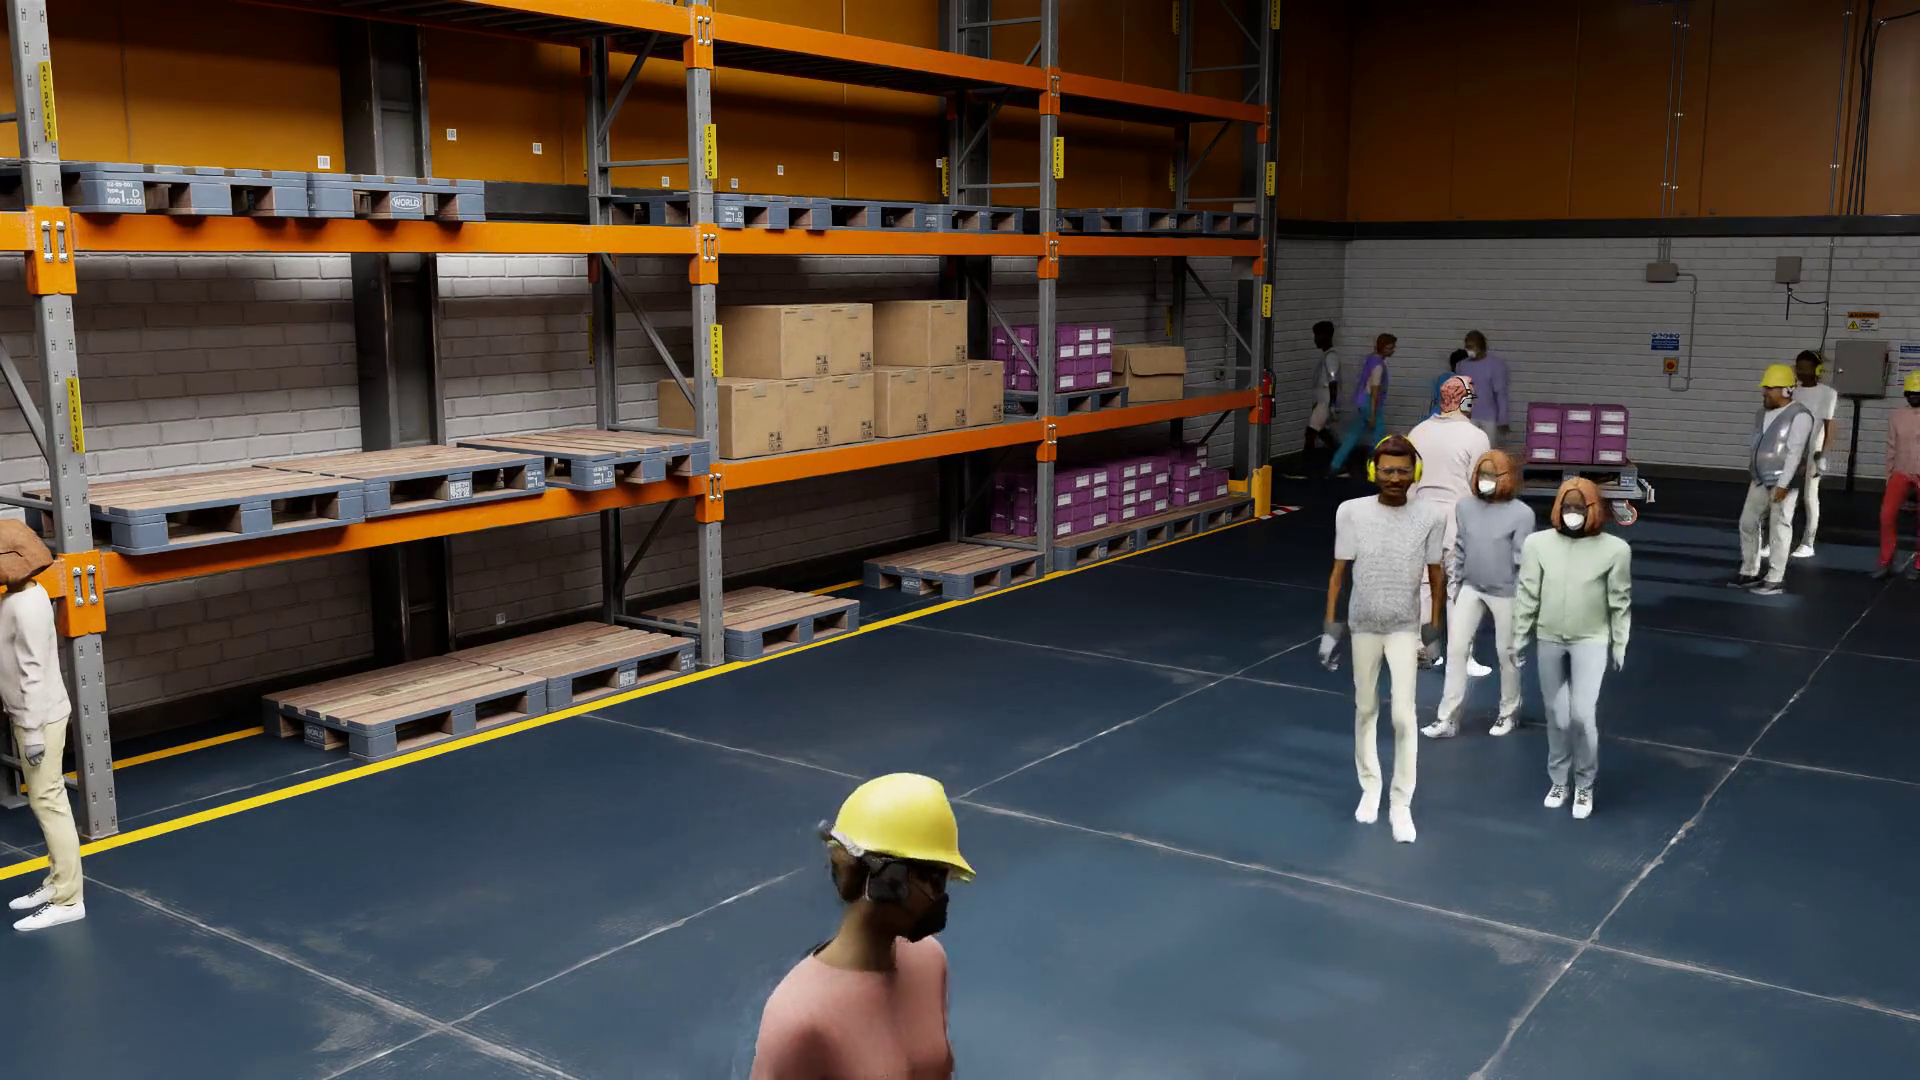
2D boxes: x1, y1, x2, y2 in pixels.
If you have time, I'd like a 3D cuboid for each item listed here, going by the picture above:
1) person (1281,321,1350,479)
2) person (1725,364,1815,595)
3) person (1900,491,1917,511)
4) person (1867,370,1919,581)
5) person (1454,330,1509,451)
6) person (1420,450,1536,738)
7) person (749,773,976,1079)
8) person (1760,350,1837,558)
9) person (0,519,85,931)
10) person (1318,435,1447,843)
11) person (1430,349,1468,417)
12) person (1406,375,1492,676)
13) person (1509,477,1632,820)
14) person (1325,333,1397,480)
[{"bbox_3d":[4.318,-1.664,19.947,0.813,1.908,0.651,2,10,14],"label":"person"},{"bbox_3d":[6.399,-0.471,13.093,0.470,1.821,0.613,-2,10,-13],"label":"person"},{"bbox_3d":[10.418,-1.239,17.333,1.037,1.952,0.627,4,11,25],"label":"person"},{"bbox_3d":[7.750,-0.510,13.556,0.663,1.737,0.541,-7,12,-35],"label":"person"},{"bbox_3d":[5.645,-1.309,17.890,0.830,1.902,0.655,-9,13,-42],"label":"person"},{"bbox_3d":[2.845,0.317,9.060,0.762,1.599,0.510,-9,13,-42],"label":"person"},{"bbox_3d":[-0.192,1.283,2.955,0.331,1.717,0.615,5,11,29],"label":"person"},{"bbox_3d":[7.373,-0.733,14.602,0.712,1.846,0.513,-7,12,-34],"label":"person"},{"bbox_3d":[-3.673,0.721,6.583,0.277,1.629,0.496,-6,11,-33],"label":"person"},{"bbox_3d":[1.918,0.443,7.603,0.539,1.845,0.693,3,10,18],"label":"person"},{"bbox_3d":[5.432,-1.309,18.587,0.749,1.645,0.595,-2,10,-12],"label":"person"},{"bbox_3d":[3.132,-0.090,10.571,0.407,1.910,0.638,-6,11,-34],"label":"person"},{"bbox_3d":[2.878,0.509,7.874,0.501,1.618,0.498,7,12,36],"label":"person"},{"bbox_3d":[4.780,-1.549,19.622,0.843,1.800,0.647,1,10,7],"label":"person"}]
